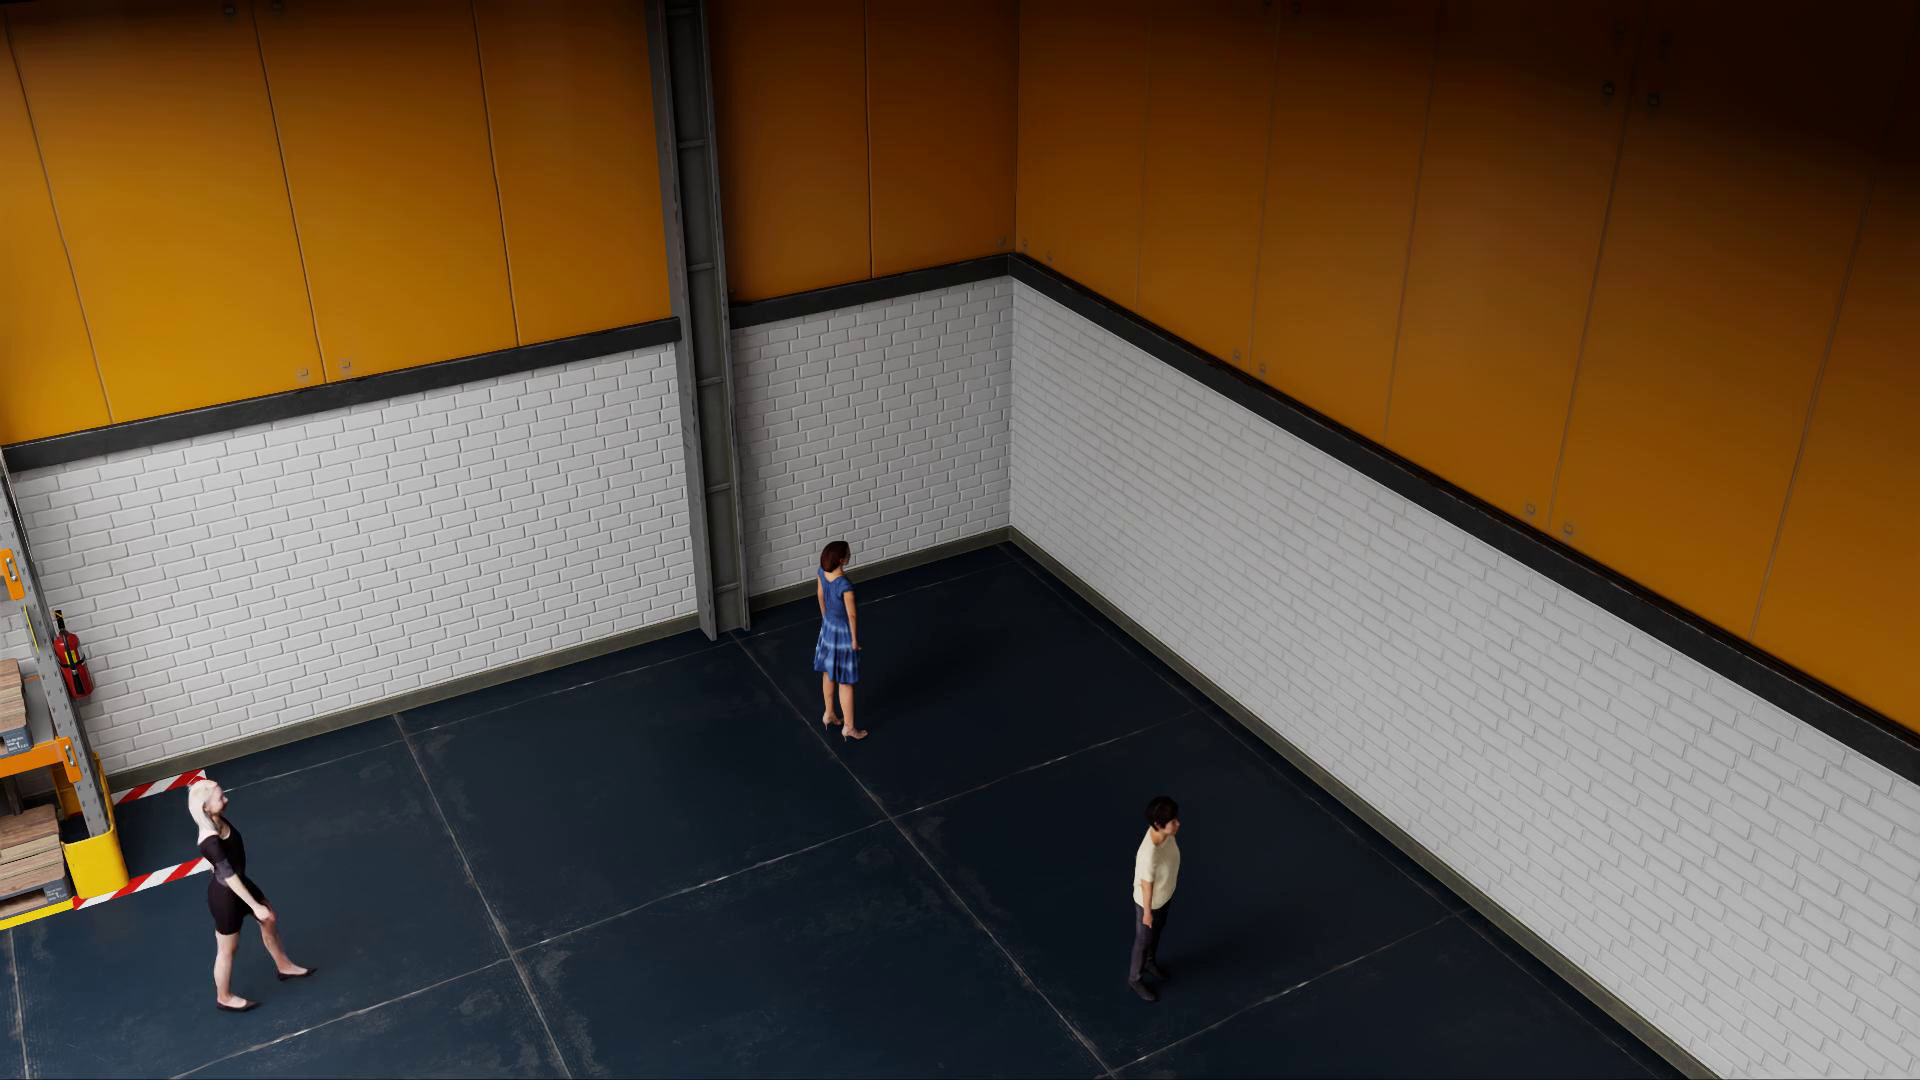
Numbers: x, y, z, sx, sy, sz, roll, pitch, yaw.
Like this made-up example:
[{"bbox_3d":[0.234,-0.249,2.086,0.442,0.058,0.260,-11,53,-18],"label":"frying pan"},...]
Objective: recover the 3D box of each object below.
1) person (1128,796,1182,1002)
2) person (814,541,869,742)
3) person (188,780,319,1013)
[{"bbox_3d":[1.273,2.334,10.942,0.711,1.584,0.603,13,31,23],"label":"person"},{"bbox_3d":[-0.968,0.805,13.512,0.628,1.805,0.702,-22,35,-34],"label":"person"},{"bbox_3d":[-4.795,2.334,10.705,0.912,1.809,0.684,-9,30,-17],"label":"person"}]
